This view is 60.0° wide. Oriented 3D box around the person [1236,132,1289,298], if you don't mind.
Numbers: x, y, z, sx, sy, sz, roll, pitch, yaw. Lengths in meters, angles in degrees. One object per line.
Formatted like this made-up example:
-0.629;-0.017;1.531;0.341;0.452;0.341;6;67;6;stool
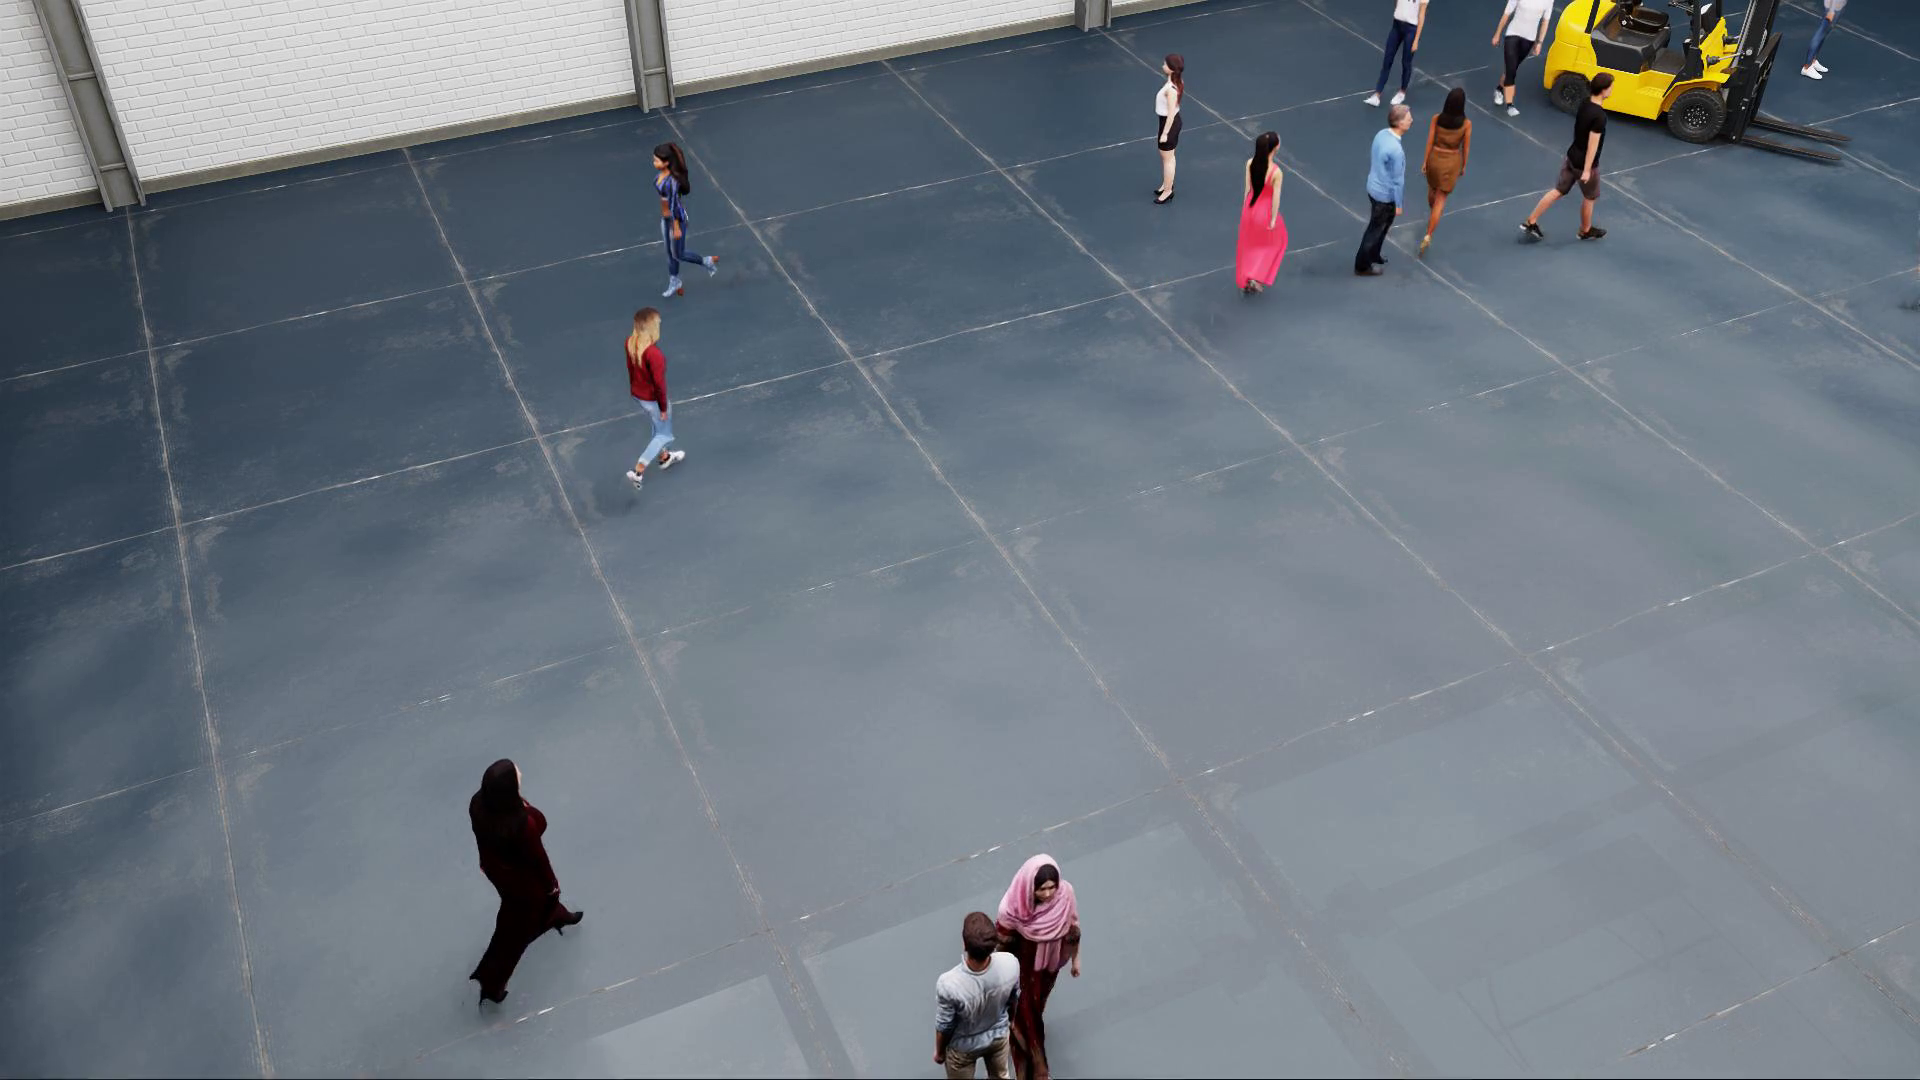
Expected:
2.849;-3.101;16.055;0.756;1.716;0.816;26;45;29;person

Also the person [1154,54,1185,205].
2.227;-4.384;17.714;0.665;1.649;0.635;6;39;7;person

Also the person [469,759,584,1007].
-2.635;2.015;9.654;0.951;1.708;1.203;28;47;31;person

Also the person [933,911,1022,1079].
0.089;2.618;8.789;0.462;1.847;0.707;-17;42;-20;person

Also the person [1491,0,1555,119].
6.557;-5.918;19.518;1.278;1.797;1.125;1;39;1;person

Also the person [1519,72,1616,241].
6.238;-3.868;16.920;1.264;1.835;0.922;-5;39;-6;person

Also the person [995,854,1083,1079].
0.384;2.270;9.394;0.927;1.635;0.740;-14;41;-17;person

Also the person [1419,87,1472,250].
4.898;-3.736;16.904;1.017;1.648;1.138;16;41;19;person

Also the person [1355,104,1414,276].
4.092;-3.437;16.407;0.746;1.801;0.756;-5;39;-6;person

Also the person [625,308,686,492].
-2.596;-1.135;13.678;0.845;1.609;1.043;27;46;30;person

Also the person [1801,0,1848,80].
10.707;-6.565;20.376;0.741;1.735;0.611;27;46;30;person

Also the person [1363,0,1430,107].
5.308;-5.990;19.637;0.993;1.760;0.801;-30;47;-32;person

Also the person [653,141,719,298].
-2.707;-3.101;16.140;0.826;1.609;0.626;-17;42;-20;person
